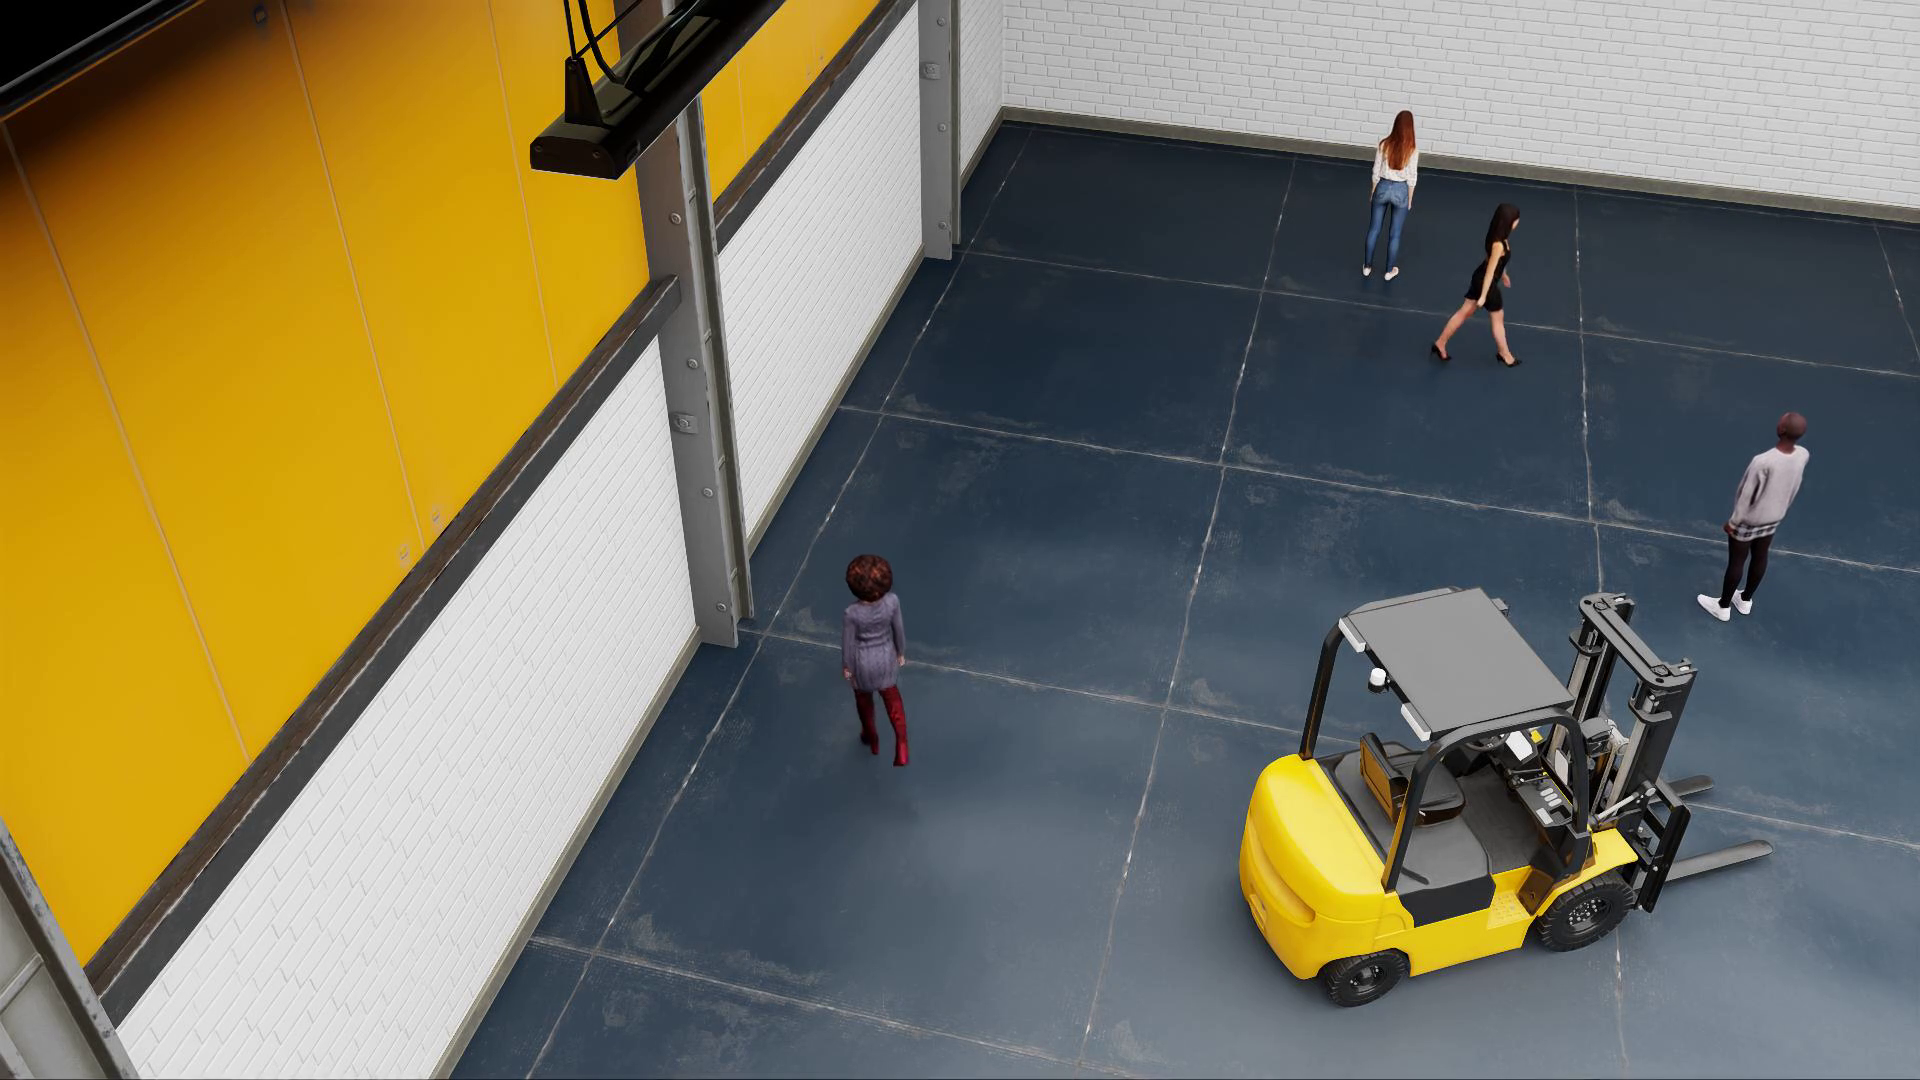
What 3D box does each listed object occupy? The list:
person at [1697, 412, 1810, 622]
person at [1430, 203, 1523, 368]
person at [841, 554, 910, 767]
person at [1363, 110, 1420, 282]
[{"bbox_3d":[5.780,-0.171,12.015,0.693,1.771,0.703,-11,40,-13],"label":"person"},{"bbox_3d":[4.569,-2.235,14.738,0.724,1.599,1.007,3,39,4],"label":"person"},{"bbox_3d":[-0.539,0.847,10.801,0.868,1.696,0.960,-15,41,-18],"label":"person"},{"bbox_3d":[4.151,-3.322,15.997,0.610,1.727,0.562,16,41,19],"label":"person"}]
